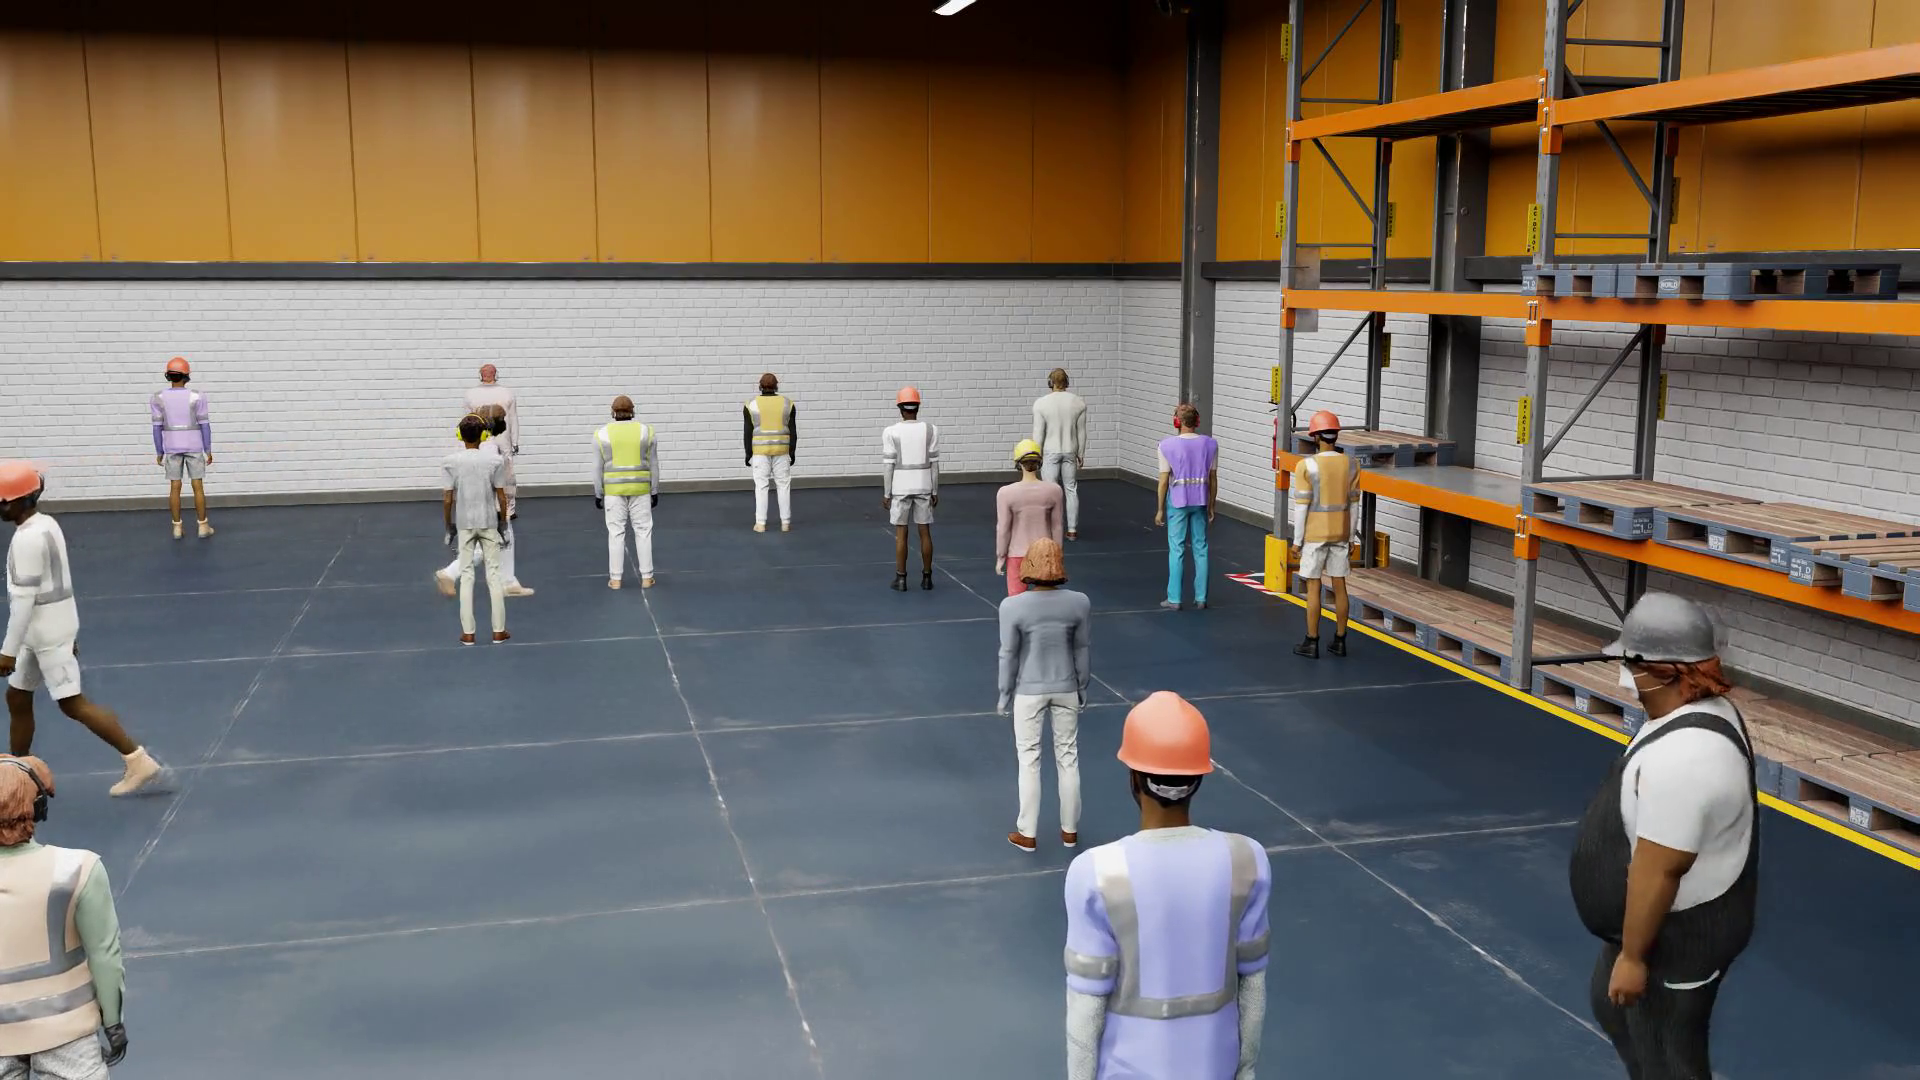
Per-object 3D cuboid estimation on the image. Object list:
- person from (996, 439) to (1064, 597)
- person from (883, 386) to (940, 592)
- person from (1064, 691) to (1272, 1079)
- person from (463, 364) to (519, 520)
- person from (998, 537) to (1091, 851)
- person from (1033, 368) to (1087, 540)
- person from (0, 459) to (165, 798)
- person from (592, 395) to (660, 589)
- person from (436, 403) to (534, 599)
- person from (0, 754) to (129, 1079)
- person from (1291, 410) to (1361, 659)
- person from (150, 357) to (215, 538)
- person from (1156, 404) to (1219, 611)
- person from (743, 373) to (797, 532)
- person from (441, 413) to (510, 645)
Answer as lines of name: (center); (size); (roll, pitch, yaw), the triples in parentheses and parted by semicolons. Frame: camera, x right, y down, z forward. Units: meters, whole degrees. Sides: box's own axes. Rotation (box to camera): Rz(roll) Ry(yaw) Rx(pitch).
person: (0.515, 0.129, 12.395); (0.522, 1.761, 0.321); (-2, 9, -14)
person: (-0.466, -0.476, 15.643); (0.542, 1.929, 0.368); (-2, 9, -14)
person: (0.513, 1.342, 4.265); (0.542, 1.938, 0.358); (-2, 9, -14)
person: (-5.644, -1.174, 20.083); (0.639, 1.903, 0.409); (-2, 9, -14)
person: (0.435, 0.798, 8.609); (0.497, 1.633, 0.283); (-2, 9, -14)
person: (1.103, -0.944, 18.548); (0.628, 1.935, 0.373); (-2, 9, -14)
person: (-5.060, 0.515, 9.326); (1.005, 1.988, 0.600); (-4, 10, -24)
person: (-3.160, -0.449, 15.766); (0.623, 1.839, 0.429); (-2, 9, -14)
person: (-4.348, -0.338, 15.155); (0.779, 1.816, 0.630); (-3, 10, -18)
person: (-2.643, 1.415, 4.735); (0.511, 1.641, 0.308); (-2, 9, -14)
person: (2.823, -0.039, 12.914); (0.542, 1.929, 0.368); (-2, 9, -14)
person: (-8.762, -1.034, 18.769); (0.605, 2.044, 0.375); (-2, 9, -14)
person: (2.008, -0.283, 14.718); (0.564, 1.838, 0.390); (-2, 9, -14)
person: (-2.197, -1.008, 19.238); (0.623, 1.844, 0.429); (-2, 9, -14)
person: (-3.890, -0.087, 13.394); (0.510, 1.872, 0.329); (-2, 9, -14)
